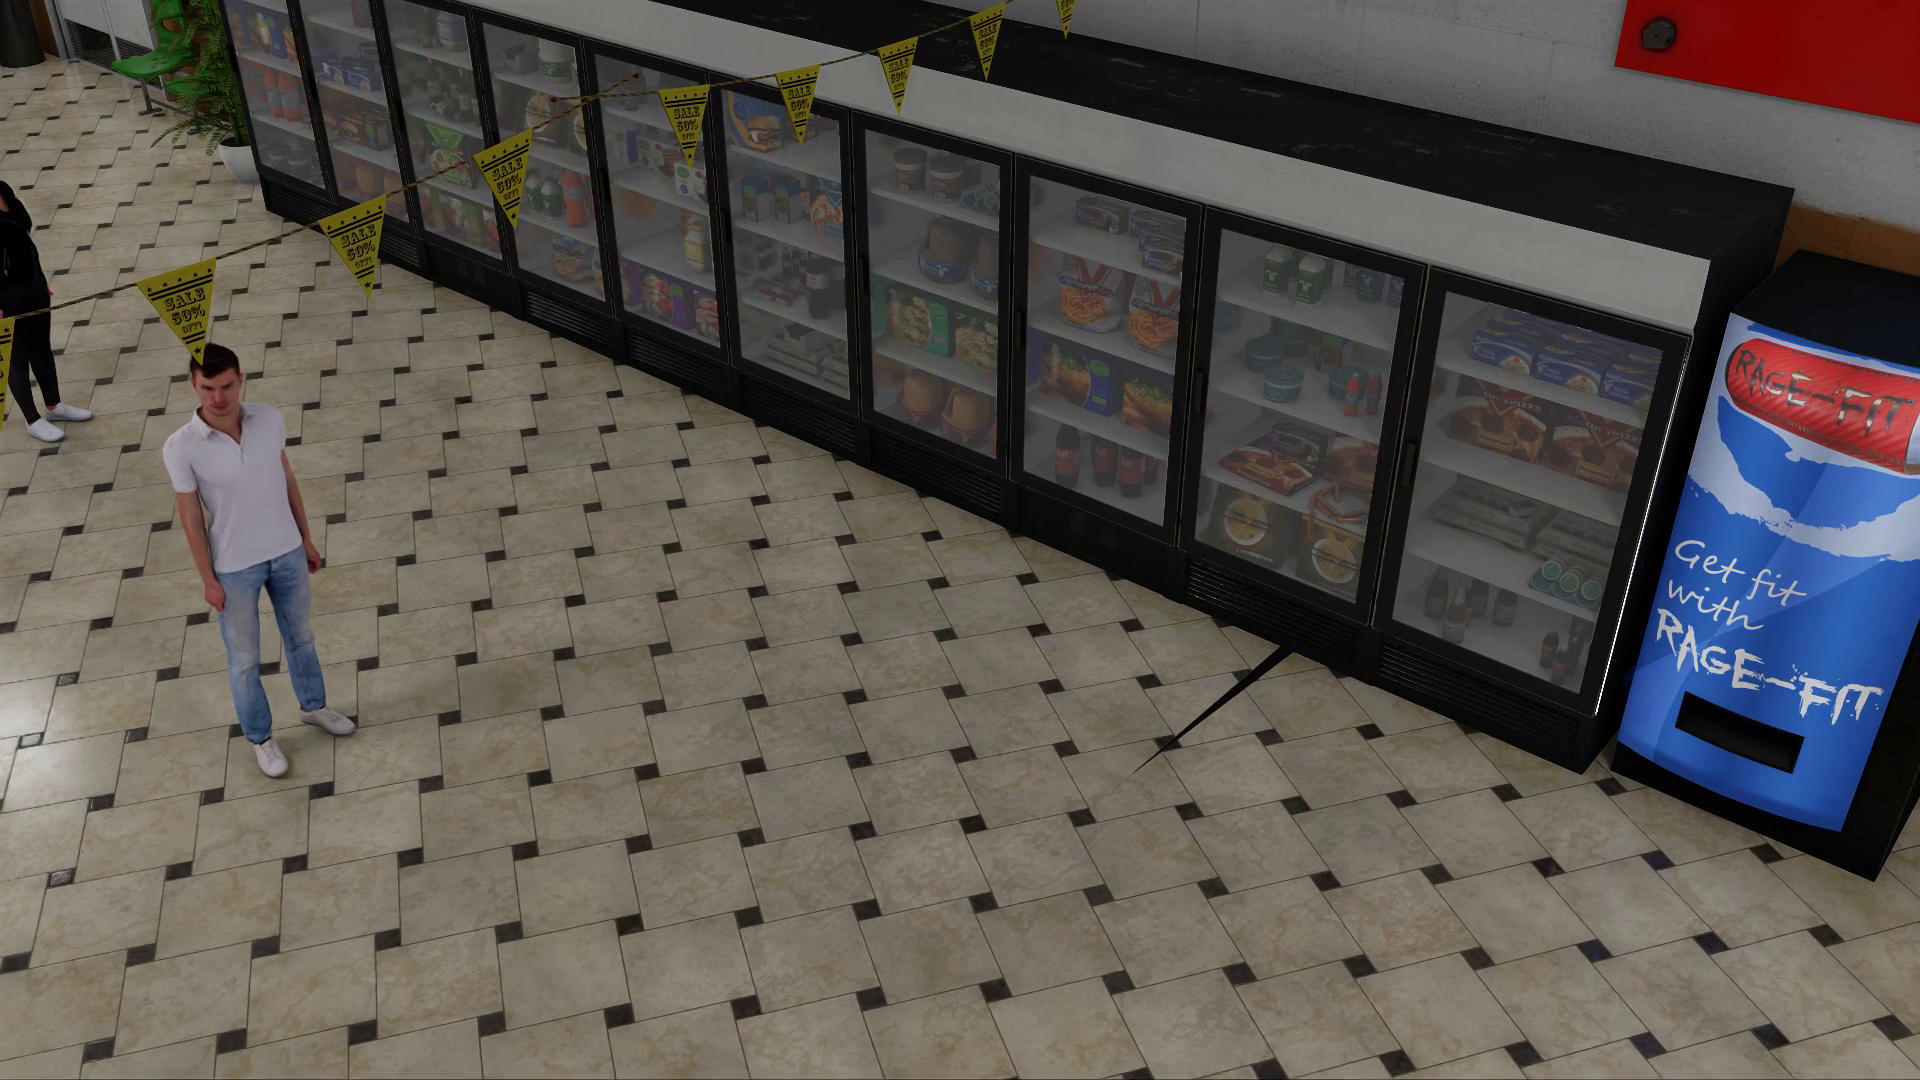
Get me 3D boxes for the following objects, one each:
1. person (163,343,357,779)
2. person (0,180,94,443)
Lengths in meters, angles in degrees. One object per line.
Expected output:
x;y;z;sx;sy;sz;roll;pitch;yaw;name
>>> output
-2.829;0.059;6.668;0.695;1.852;0.469;23;39;32;person
-5.205;-1.369;9.121;0.751;1.686;0.628;7;32;10;person
